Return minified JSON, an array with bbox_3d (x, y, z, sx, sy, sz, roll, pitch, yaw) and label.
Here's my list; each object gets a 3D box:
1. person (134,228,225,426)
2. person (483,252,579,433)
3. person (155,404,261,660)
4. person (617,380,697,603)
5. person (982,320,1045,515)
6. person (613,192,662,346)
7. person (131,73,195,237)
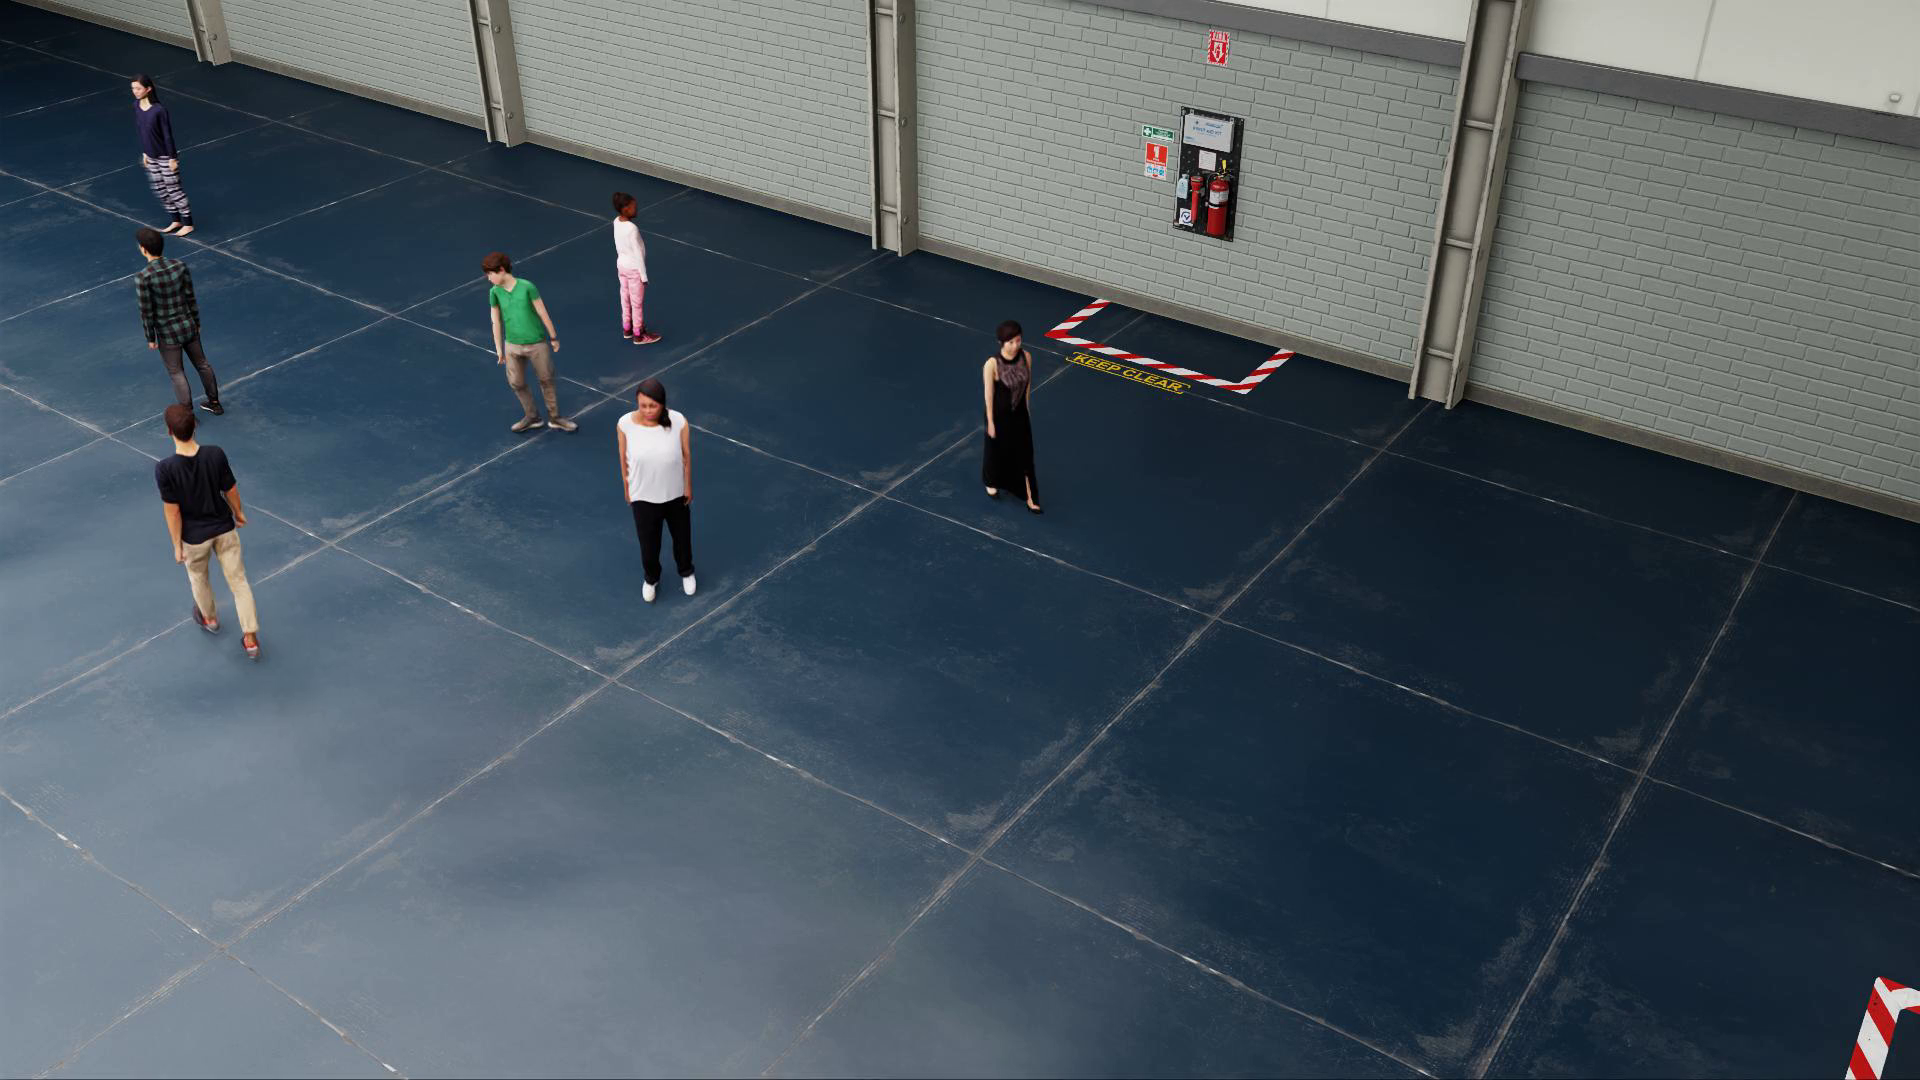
[{"bbox_3d":[-6.620,-1.800,14.013,0.504,1.708,0.659,20,37,28],"label":"person"},{"bbox_3d":[-3.565,-1.637,13.828,0.698,1.627,0.827,-7,33,-11],"label":"person"},{"bbox_3d":[-4.956,-0.006,11.051,0.840,1.829,1.060,-25,40,-34],"label":"person"},{"bbox_3d":[-2.113,-0.373,11.765,0.755,1.689,0.817,-5,33,-8],"label":"person"},{"bbox_3d":[0.319,-0.986,12.851,0.871,1.568,1.054,-16,36,-24],"label":"person"},{"bbox_3d":[-3.052,-2.537,15.422,0.662,1.447,0.514,-23,39,-32],"label":"person"},{"bbox_3d":[-8.467,-4.102,17.635,0.508,1.733,0.693,14,35,21],"label":"person"}]
